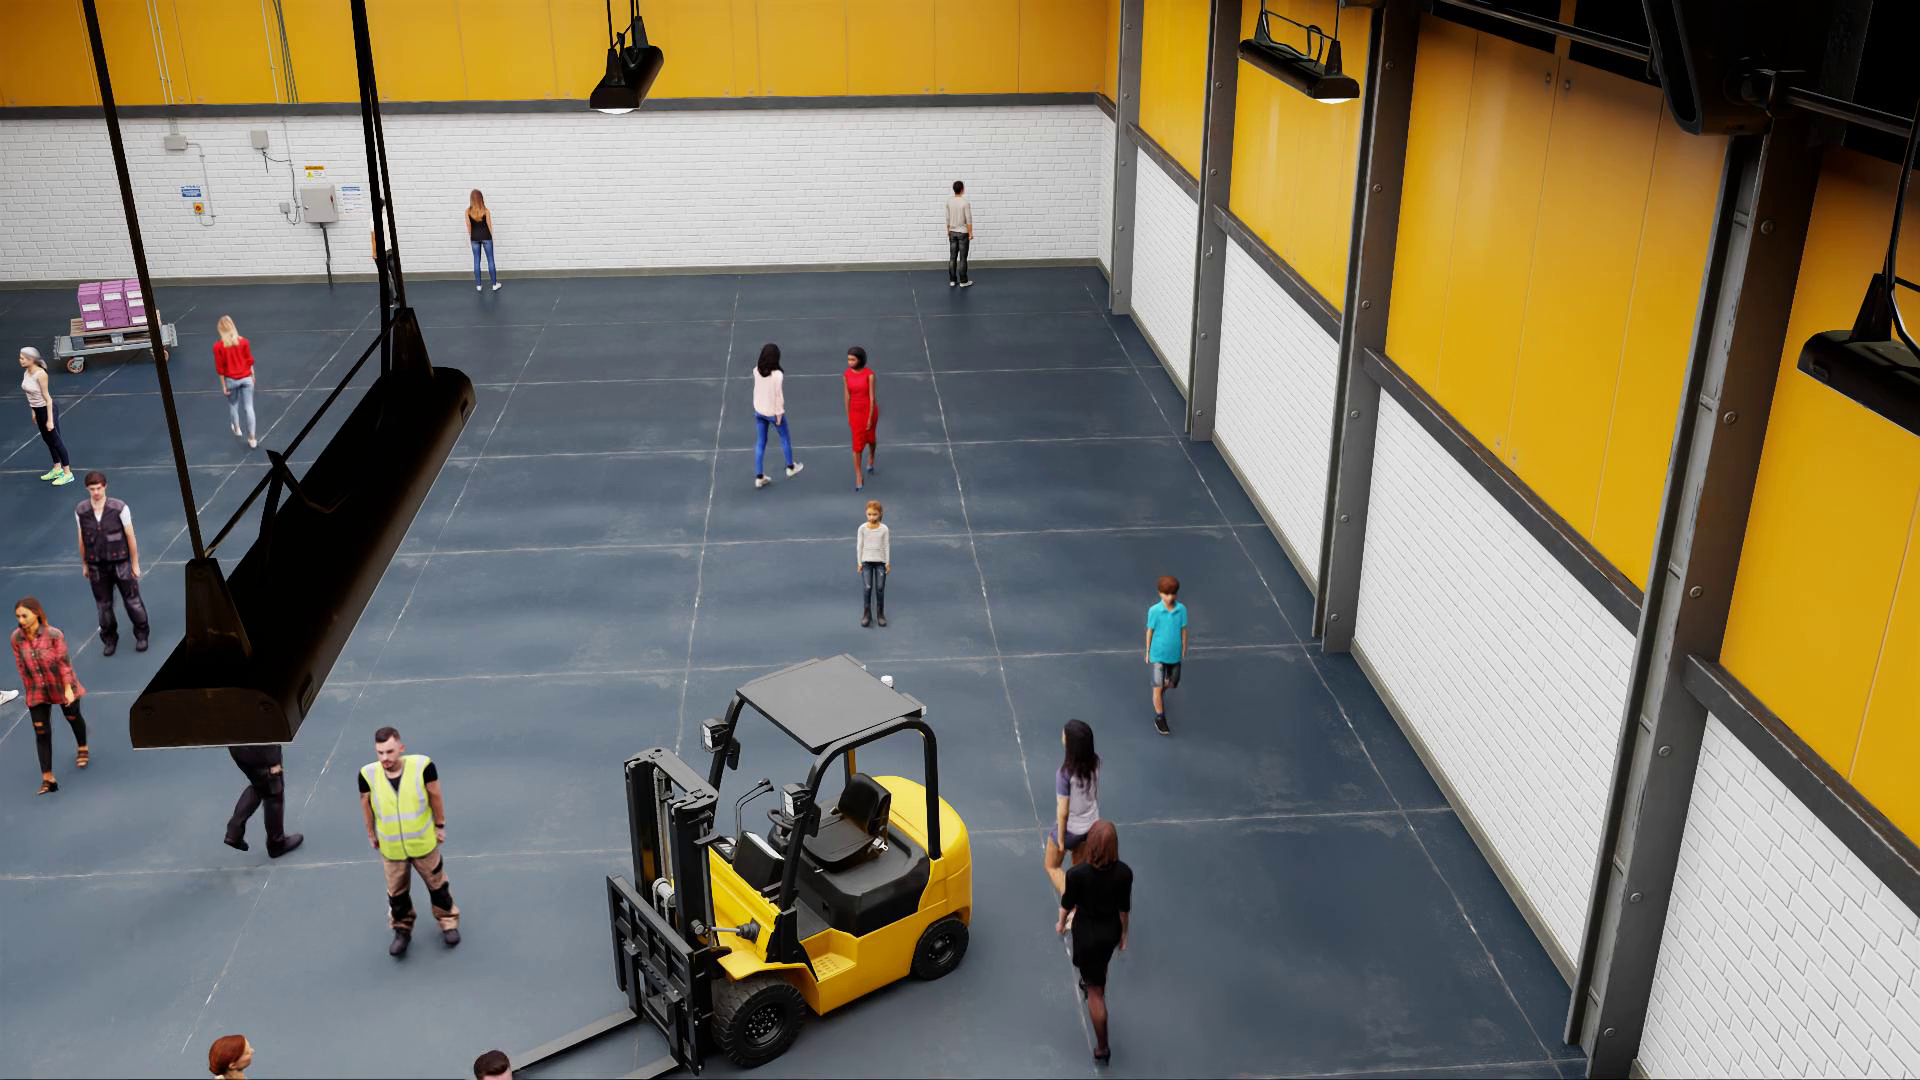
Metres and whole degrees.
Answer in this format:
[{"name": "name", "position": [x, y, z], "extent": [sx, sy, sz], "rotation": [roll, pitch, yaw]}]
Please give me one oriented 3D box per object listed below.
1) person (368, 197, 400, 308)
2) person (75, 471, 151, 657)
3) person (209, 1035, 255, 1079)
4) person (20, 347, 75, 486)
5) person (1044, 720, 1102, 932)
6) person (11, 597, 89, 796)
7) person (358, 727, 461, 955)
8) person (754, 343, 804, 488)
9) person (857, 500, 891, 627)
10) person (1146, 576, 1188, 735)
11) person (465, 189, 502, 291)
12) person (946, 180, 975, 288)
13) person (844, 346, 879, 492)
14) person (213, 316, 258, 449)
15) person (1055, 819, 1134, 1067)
[{"name": "person", "position": [-9.466, -4.754, 27.374], "extent": [0.782, 1.802, 0.680], "rotation": [14, 27, 28]}, {"name": "person", "position": [-8.154, 0.194, 16.002], "extent": [0.701, 1.844, 0.618], "rotation": [-5, 24, -11]}, {"name": "person", "position": [-3.843, 3.359, 9.012], "extent": [0.606, 1.643, 0.668], "rotation": [19, 30, 37]}, {"name": "person", "position": [-11.050, -1.521, 20.102], "extent": [0.679, 1.703, 0.732], "rotation": [17, 29, 34]}, {"name": "person", "position": [0.886, 2.081, 11.836], "extent": [0.736, 1.722, 0.789], "rotation": [-19, 30, -36]}, {"name": "person", "position": [-7.535, 1.223, 13.882], "extent": [0.641, 1.657, 1.041], "rotation": [-3, 24, -7]}, {"name": "person", "position": [-3.872, 2.083, 11.694], "extent": [0.739, 1.834, 0.735], "rotation": [-5, 24, -12]}, {"name": "person", "position": [-2.343, -1.466, 19.934], "extent": [0.989, 1.735, 1.093], "rotation": [14, 27, 28]}, {"name": "person", "position": [-0.857, 0.222, 16.597], "extent": [0.478, 1.316, 0.501], "rotation": [-1, 24, -1]}, {"name": "person", "position": [1.808, 0.965, 14.751], "extent": [0.565, 1.434, 0.847], "rotation": [-4, 24, -9]}, {"name": "person", "position": [-8.144, -5.113, 28.293], "extent": [0.584, 1.723, 0.517], "rotation": [-2, 24, -4]}, {"name": "person", "position": [-0.021, -5.261, 28.520], "extent": [0.739, 1.811, 0.751], "rotation": [13, 27, 27]}, {"name": "person", "position": [-1.137, -1.506, 20.085], "extent": [0.750, 1.689, 1.157], "rotation": [4, 24, 9]}, {"name": "person", "position": [-9.180, -1.988, 21.205], "extent": [0.893, 1.674, 1.093], "rotation": [-13, 27, -27]}, {"name": "person", "position": [0.901, 2.618, 10.676], "extent": [0.695, 1.668, 1.067], "rotation": [-5, 24, -12]}]
